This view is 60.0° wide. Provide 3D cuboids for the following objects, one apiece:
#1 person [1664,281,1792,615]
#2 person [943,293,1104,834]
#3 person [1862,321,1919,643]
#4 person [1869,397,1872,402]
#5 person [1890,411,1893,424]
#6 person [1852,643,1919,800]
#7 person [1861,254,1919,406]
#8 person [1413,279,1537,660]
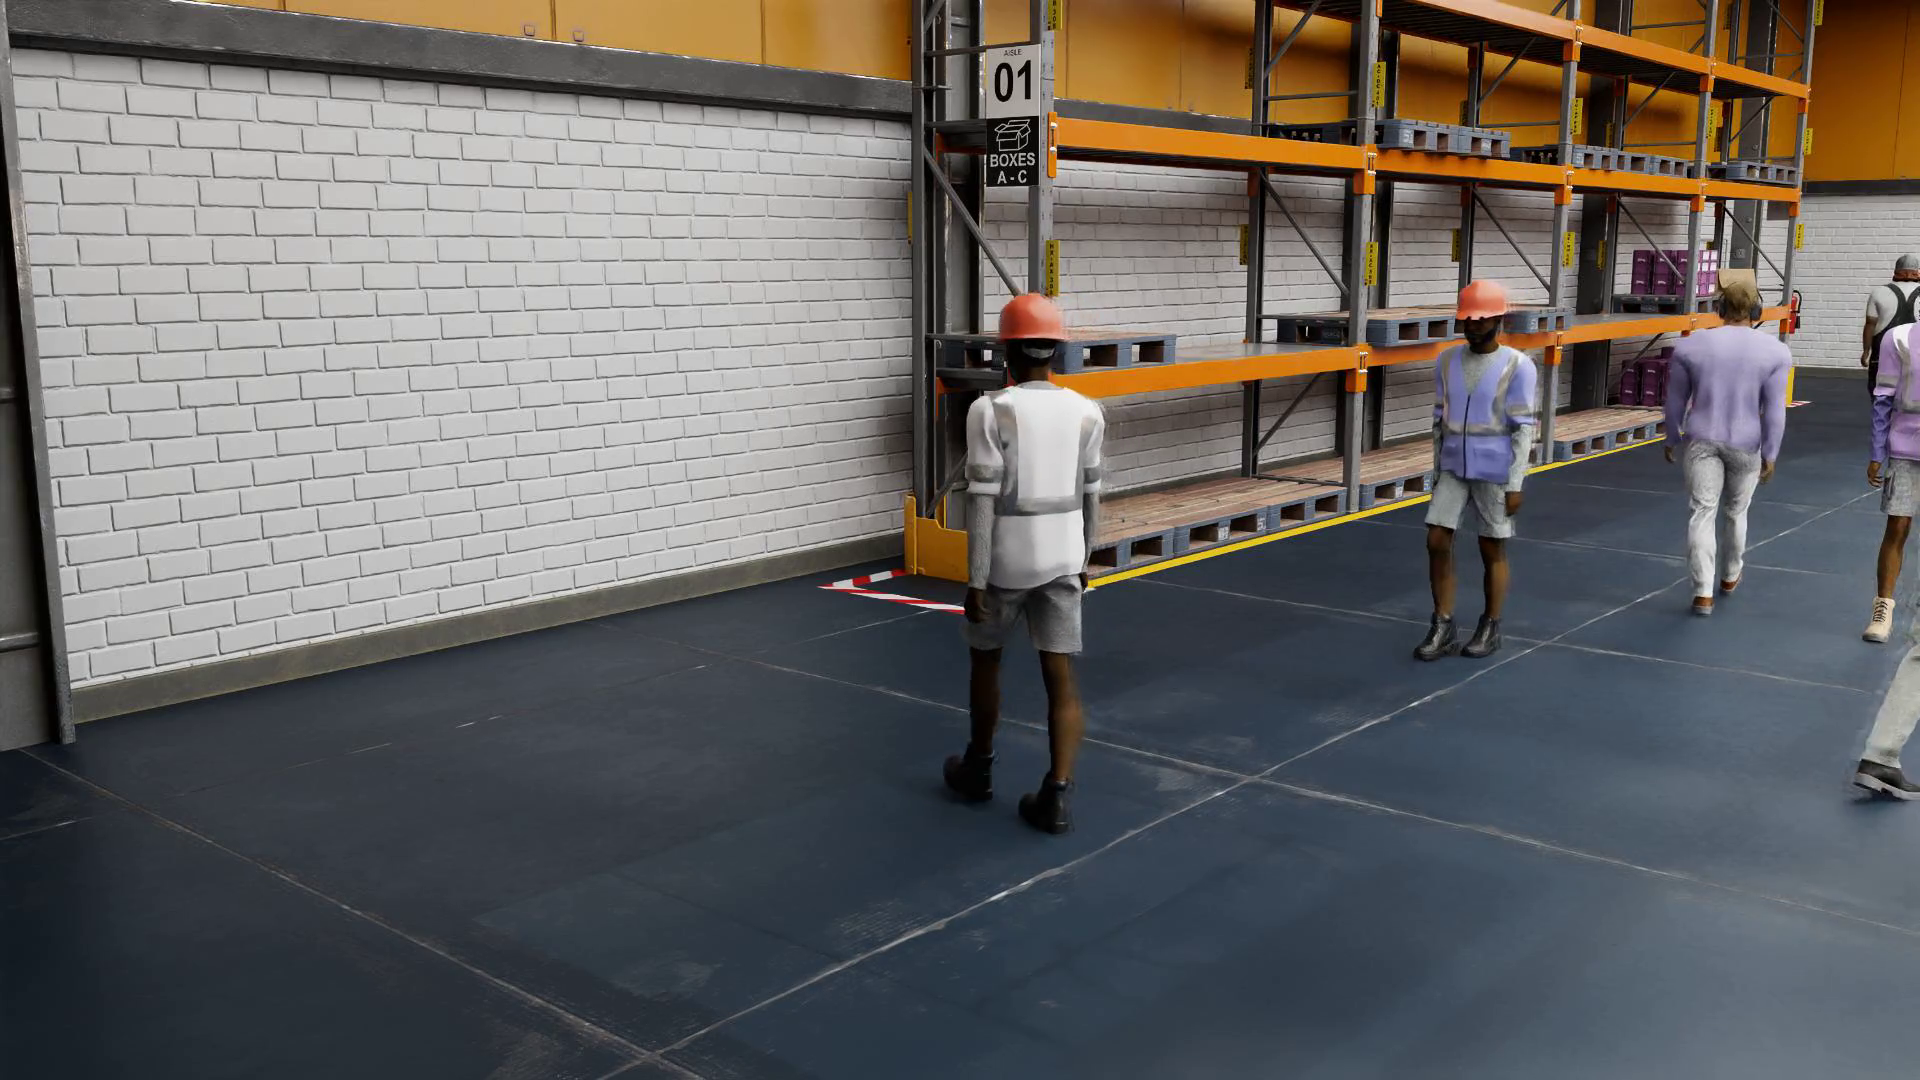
[{"bbox_3d":[4.420,-0.543,9.639,0.648,1.883,1.026,5,11,26],"label":"person"},{"bbox_3d":[0.210,0.063,6.090,0.585,1.905,0.838,-4,11,-23],"label":"person"},{"bbox_3d":[5.063,-0.453,8.648,0.605,2.045,0.377,5,11,28],"label":"person"},{"bbox_3d":[12.573,-2.754,22.301,0.612,1.860,0.484,7,12,34],"label":"person"},{"bbox_3d":[10.870,-2.185,18.913,0.707,1.903,0.514,1,10,7],"label":"person"},{"bbox_3d":[3.819,0.124,6.156,0.980,1.778,0.608,-1,10,-8],"label":"person"},{"bbox_3d":[10.028,-2.054,17.775,0.708,2.000,0.545,3,11,19],"label":"person"},{"bbox_3d":[2.534,-0.326,8.279,0.564,1.913,0.725,9,14,43],"label":"person"}]
